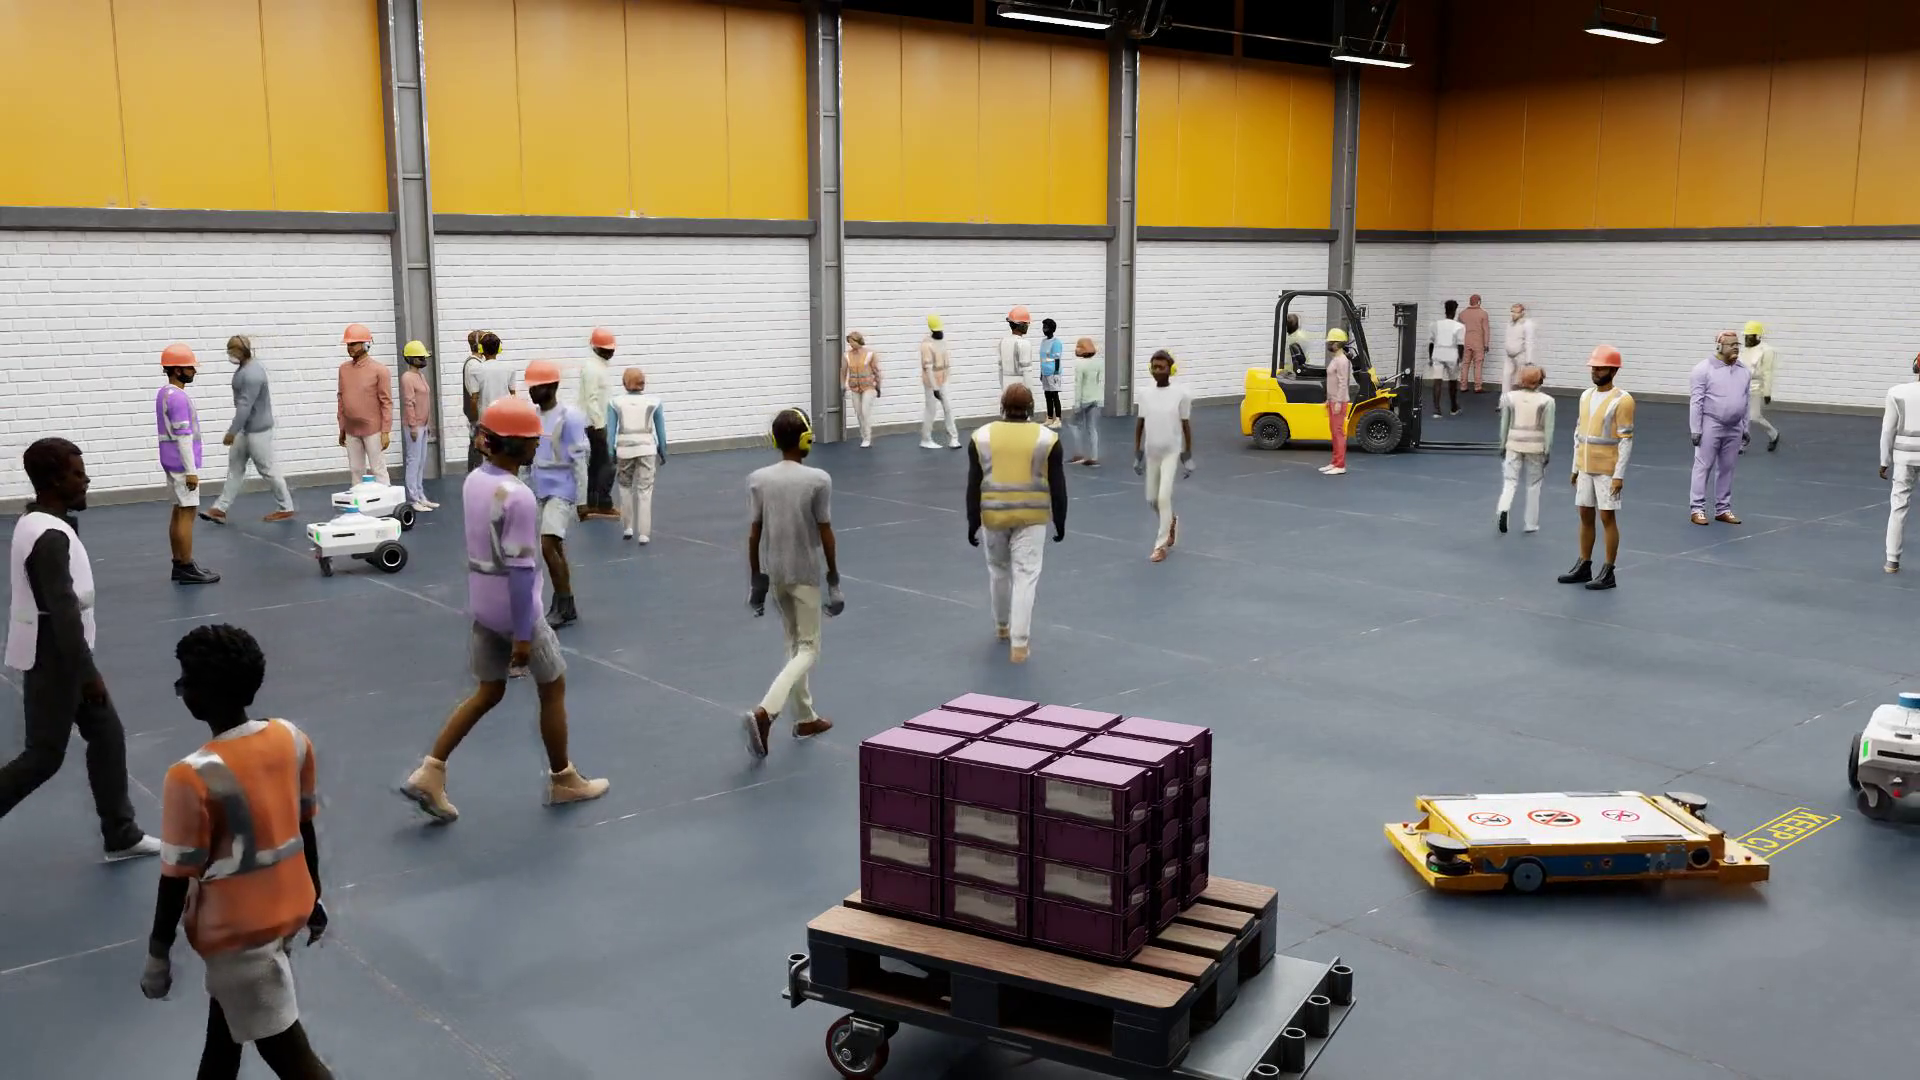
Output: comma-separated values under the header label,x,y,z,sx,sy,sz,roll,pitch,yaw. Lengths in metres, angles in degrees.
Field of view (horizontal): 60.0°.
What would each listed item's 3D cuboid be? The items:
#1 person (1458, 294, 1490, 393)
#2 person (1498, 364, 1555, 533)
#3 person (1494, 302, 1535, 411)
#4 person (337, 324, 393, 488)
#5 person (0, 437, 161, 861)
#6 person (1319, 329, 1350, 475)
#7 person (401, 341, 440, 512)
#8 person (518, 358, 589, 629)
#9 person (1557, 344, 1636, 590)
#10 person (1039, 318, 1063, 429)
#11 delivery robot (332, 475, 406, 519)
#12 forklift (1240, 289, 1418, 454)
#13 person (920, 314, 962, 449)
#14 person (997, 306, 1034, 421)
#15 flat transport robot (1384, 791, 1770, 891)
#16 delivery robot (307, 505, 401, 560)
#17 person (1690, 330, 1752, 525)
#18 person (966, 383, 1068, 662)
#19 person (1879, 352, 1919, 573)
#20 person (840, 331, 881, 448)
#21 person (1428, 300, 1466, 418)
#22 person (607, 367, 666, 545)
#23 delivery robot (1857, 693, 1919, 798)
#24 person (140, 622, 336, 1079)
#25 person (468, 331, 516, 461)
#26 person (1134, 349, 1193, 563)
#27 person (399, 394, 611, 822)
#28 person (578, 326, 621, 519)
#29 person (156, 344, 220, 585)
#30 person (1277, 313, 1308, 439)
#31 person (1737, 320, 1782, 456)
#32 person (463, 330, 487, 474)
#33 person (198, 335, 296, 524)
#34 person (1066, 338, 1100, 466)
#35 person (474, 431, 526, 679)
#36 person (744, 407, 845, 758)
label,x,y,z,sx,sy,sz,roll,pitch,yaw
person,9.926,-3.787,32.103,0.643,1.910,0.411,9,13,43
person,5.327,-0.848,15.714,0.516,1.622,0.657,6,11,32
person,9.548,-3.116,28.332,0.876,1.863,0.643,-6,11,-30
person,-5.694,-1.061,15.881,0.609,1.995,0.378,4,10,21
person,-3.878,0.510,6.992,0.899,1.893,0.580,-5,11,-27
person,4.546,-1.672,20.157,0.336,1.763,0.549,1,10,5
person,-5.611,-1.178,17.243,0.313,1.769,0.525,-1,10,-3
person,-2.945,-0.319,11.757,0.564,1.917,0.616,7,12,37
person,5.067,-0.579,13.216,0.347,1.942,0.549,-4,11,-23
person,1.389,-2.549,25.495,0.320,1.694,0.537,-4,11,-24
delivery robot,-5.613,-0.373,15.794,0.477,0.478,0.707,4,11,23
forklift,5.034,-2.339,22.783,2.313,2.155,1.214,3,10,16
person,-0.262,-2.133,22.557,0.667,1.860,0.809,-9,13,-43
person,0.692,-1.745,19.753,0.374,2.044,0.606,-6,12,-32
flat transport robot,2.636,1.286,7.184,1.431,0.197,0.652,-1,10,-4
delivery robot,-5.053,-0.044,13.868,0.707,0.478,0.477,-6,12,-33
person,7.490,-1.100,16.362,0.643,1.912,0.408,-2,10,-12
person,0.390,-0.142,11.091,0.658,1.793,0.939,2,10,9
person,7.950,-0.646,13.779,0.587,1.882,0.342,7,12,35
person,-1.362,-2.053,22.814,0.532,1.606,0.667,3,10,19
person,8.001,-2.974,27.348,0.613,1.917,0.968,5,11,28
person,-2.982,-0.784,15.381,0.529,1.612,0.694,-1,10,-7
delivery robot,4.508,0.972,7.920,0.477,0.478,0.707,6,12,34
person,-1.979,1.044,4.567,0.866,1.648,0.547,2,10,10
person,-4.761,-1.187,16.986,0.514,1.873,0.329,-6,11,-30
person,1.804,-0.754,14.587,0.528,1.840,0.781,5,11,28
person,-2.156,0.323,7.765,0.945,2.011,0.609,-9,13,-42
person,-3.568,-1.157,16.607,0.570,1.950,0.620,0,10,0
person,-6.244,-0.610,13.412,0.356,1.936,0.551,-7,12,-36
person,4.843,-2.363,24.020,0.528,1.823,0.640,0,10,2
person,10.486,-1.992,21.904,0.670,1.805,0.594,-2,10,-14
person,-5.204,-1.348,18.006,0.327,1.843,0.516,-4,10,-20
person,-6.979,-1.063,16.251,0.907,1.872,0.647,-8,12,-38
person,1.540,-1.731,20.918,0.517,1.614,0.523,9,13,41
person,-2.893,0.048,10.446,0.265,1.632,0.507,-2,10,-14
person,-0.910,0.220,8.847,0.525,1.845,0.785,6,11,31
